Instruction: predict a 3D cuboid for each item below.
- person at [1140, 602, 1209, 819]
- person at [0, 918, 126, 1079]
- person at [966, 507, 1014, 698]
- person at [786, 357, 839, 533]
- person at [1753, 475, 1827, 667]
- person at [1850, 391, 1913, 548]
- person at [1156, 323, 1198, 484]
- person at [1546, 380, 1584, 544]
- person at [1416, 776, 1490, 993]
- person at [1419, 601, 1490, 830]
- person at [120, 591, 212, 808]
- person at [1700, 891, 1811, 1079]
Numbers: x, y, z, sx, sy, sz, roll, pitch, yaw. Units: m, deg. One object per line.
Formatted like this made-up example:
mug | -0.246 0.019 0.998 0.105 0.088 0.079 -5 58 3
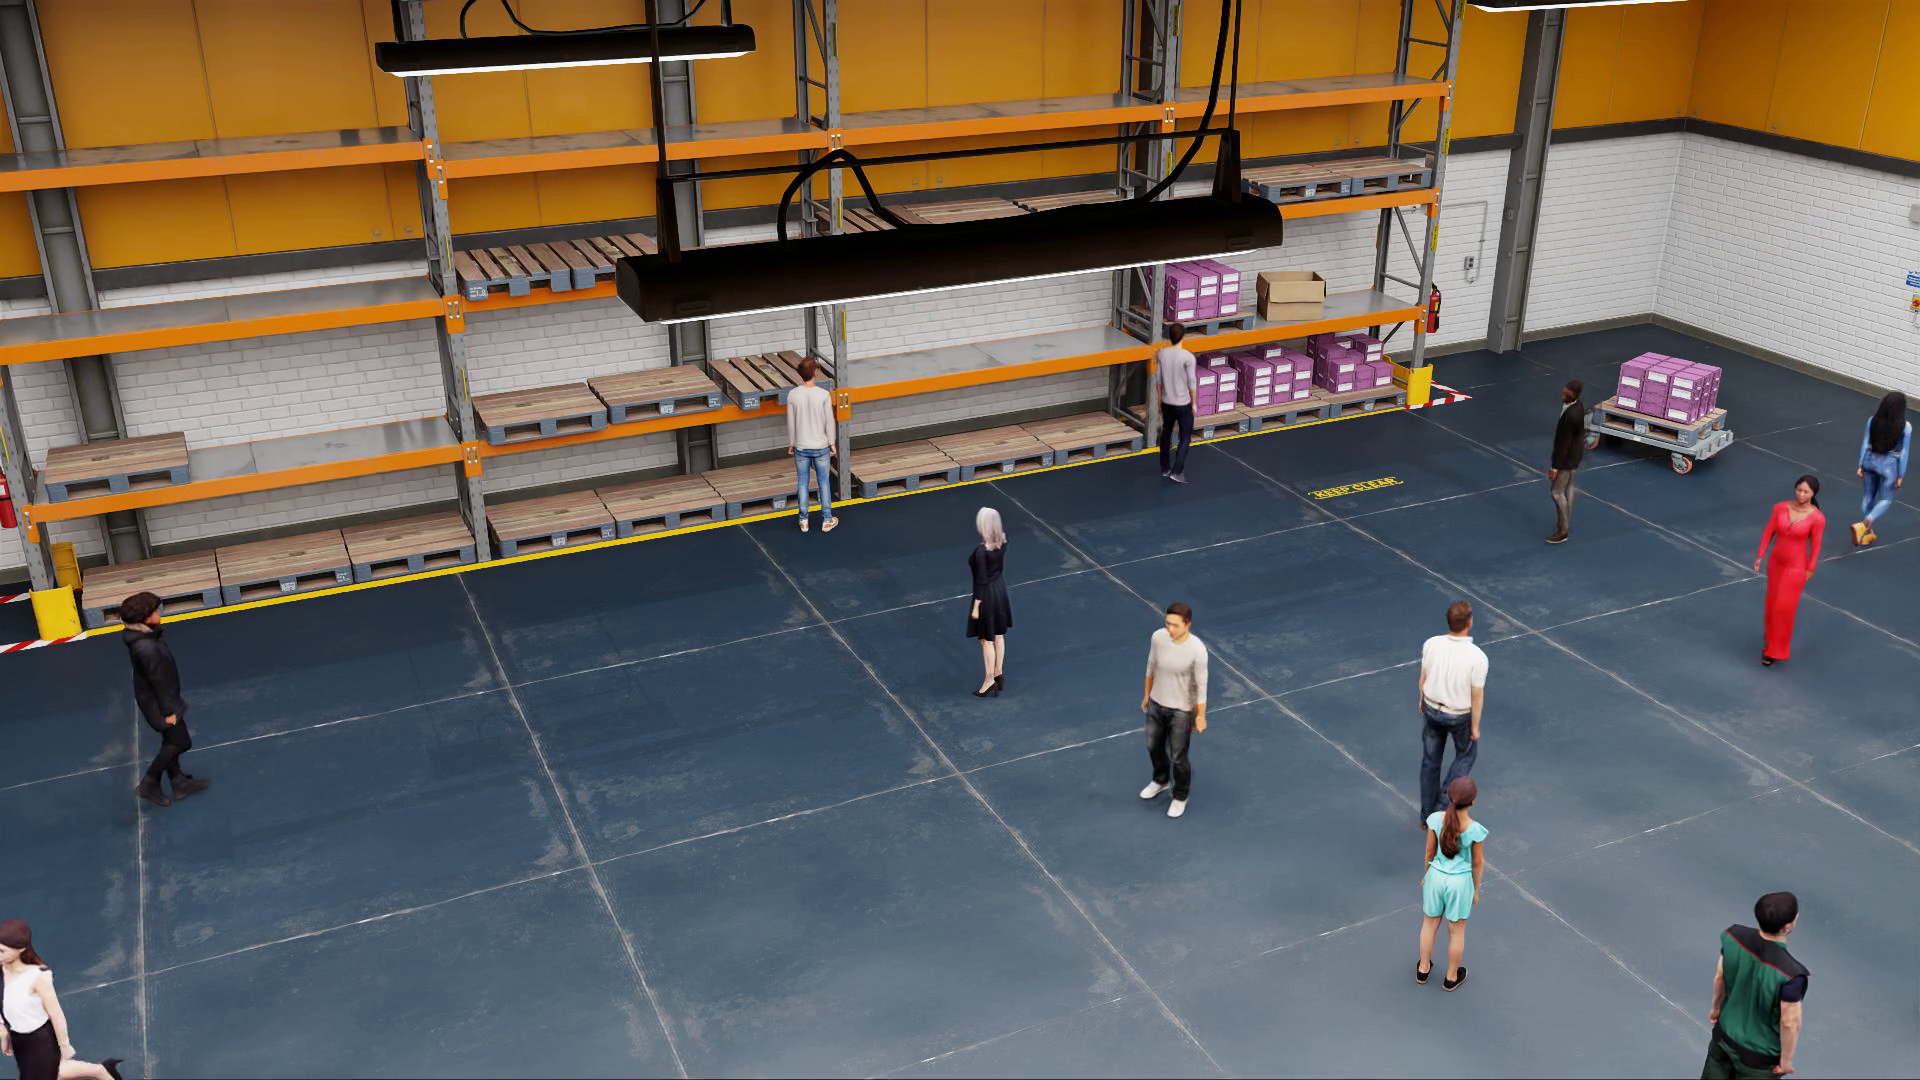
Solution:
person | 1.626 1.237 12.621 0.795 1.792 0.802 17 29 34
person | -5.104 2.773 9.309 0.960 1.629 1.034 8 25 18
person | 0.240 0.529 14.297 0.764 1.746 0.679 13 27 27
person | -1.573 -1.007 17.617 0.686 1.902 0.816 2 24 4
person | 7.487 0.231 14.954 0.914 1.767 0.723 -17 29 -33
person | 9.453 -0.687 17.139 0.990 1.697 0.765 -19 30 -36
person | 2.452 -1.579 18.988 0.824 1.853 0.865 17 29 35
person | 6.397 -0.867 17.452 0.897 1.778 0.786 18 29 35
person | 3.159 2.197 10.716 0.647 1.558 0.691 13 27 27
person | 3.563 1.340 12.315 0.785 1.848 0.788 20 30 38
person | -6.150 1.247 12.631 0.830 1.766 0.700 -15 28 -31
person | 4.302 2.728 9.074 0.567 1.900 0.674 -10 25 -21
